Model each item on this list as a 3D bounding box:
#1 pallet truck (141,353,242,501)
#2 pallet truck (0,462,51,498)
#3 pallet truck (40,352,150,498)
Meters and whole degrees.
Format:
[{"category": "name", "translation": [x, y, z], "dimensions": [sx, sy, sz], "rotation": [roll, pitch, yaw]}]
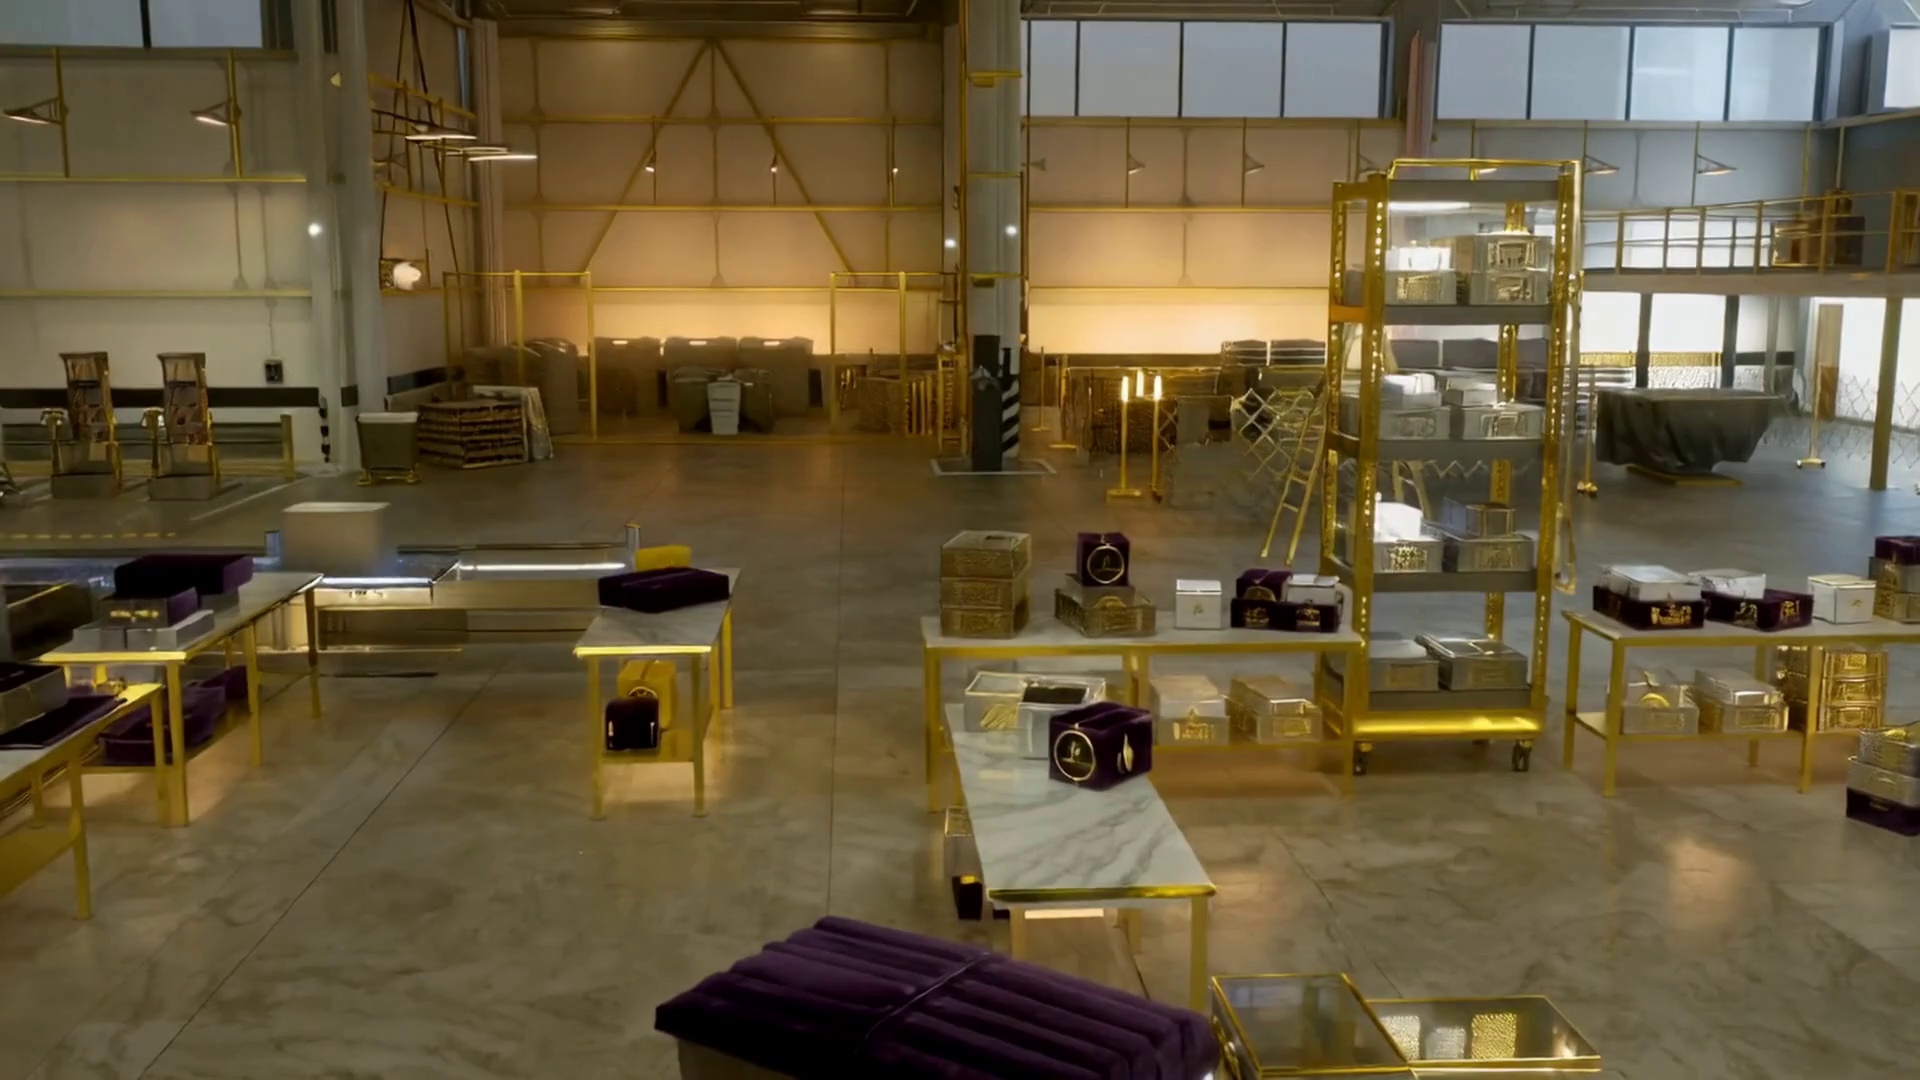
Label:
[{"category": "pallet truck", "translation": [-10.520, -1.604, 22.925], "dimensions": [0.823, 1.965, 1.885], "rotation": [-1, 9, -6]}, {"category": "pallet truck", "translation": [-13.193, -1.293, 23.148], "dimensions": [0.653, 1.274, 1.630], "rotation": [-1, 9, -4]}, {"category": "pallet truck", "translation": [-11.907, -1.642, 23.165], "dimensions": [0.823, 1.965, 1.885], "rotation": [0, 9, 0]}]
